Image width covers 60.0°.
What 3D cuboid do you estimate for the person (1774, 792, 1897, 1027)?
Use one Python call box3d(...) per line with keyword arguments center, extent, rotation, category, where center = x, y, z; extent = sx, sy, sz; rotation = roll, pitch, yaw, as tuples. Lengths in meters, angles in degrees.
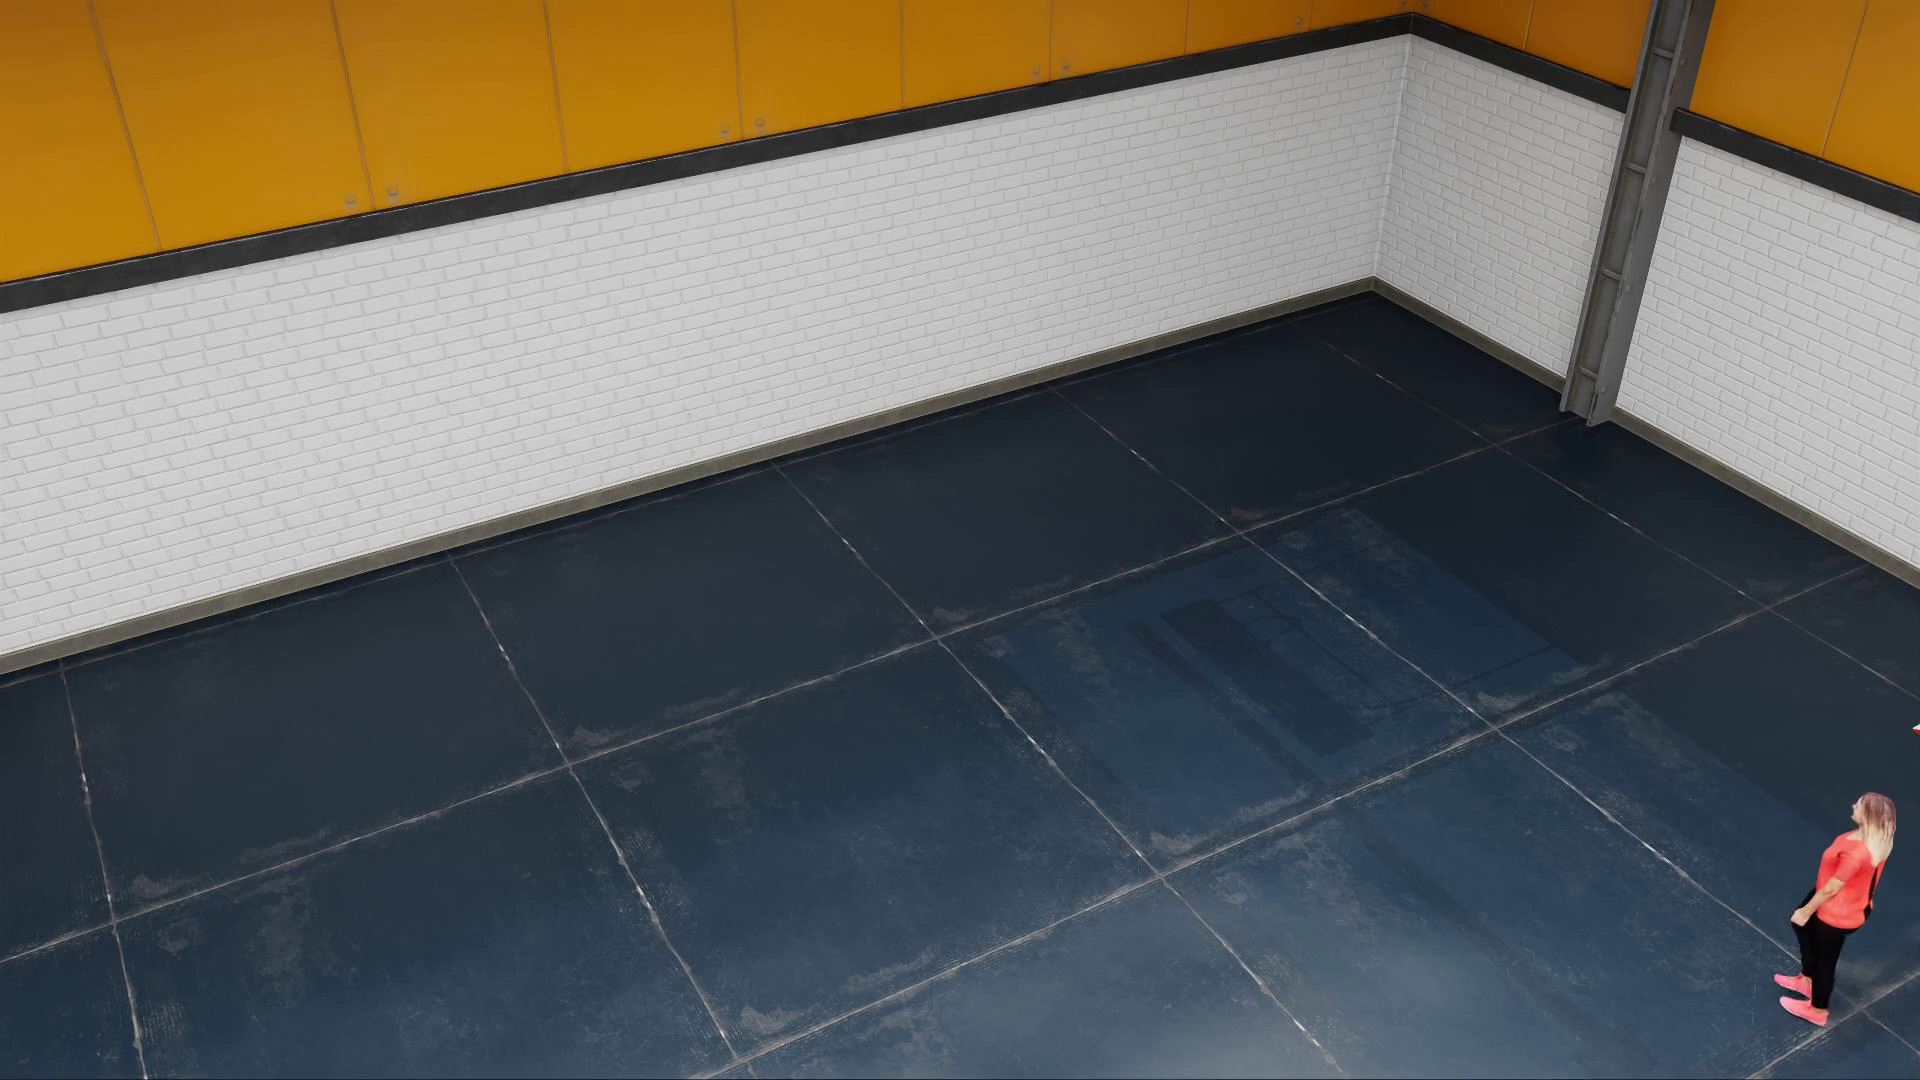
box3d(center=(5.088, 2.150, 9.473), extent=(0.709, 1.682, 0.682), rotation=(27, 42, 34), category="person")
